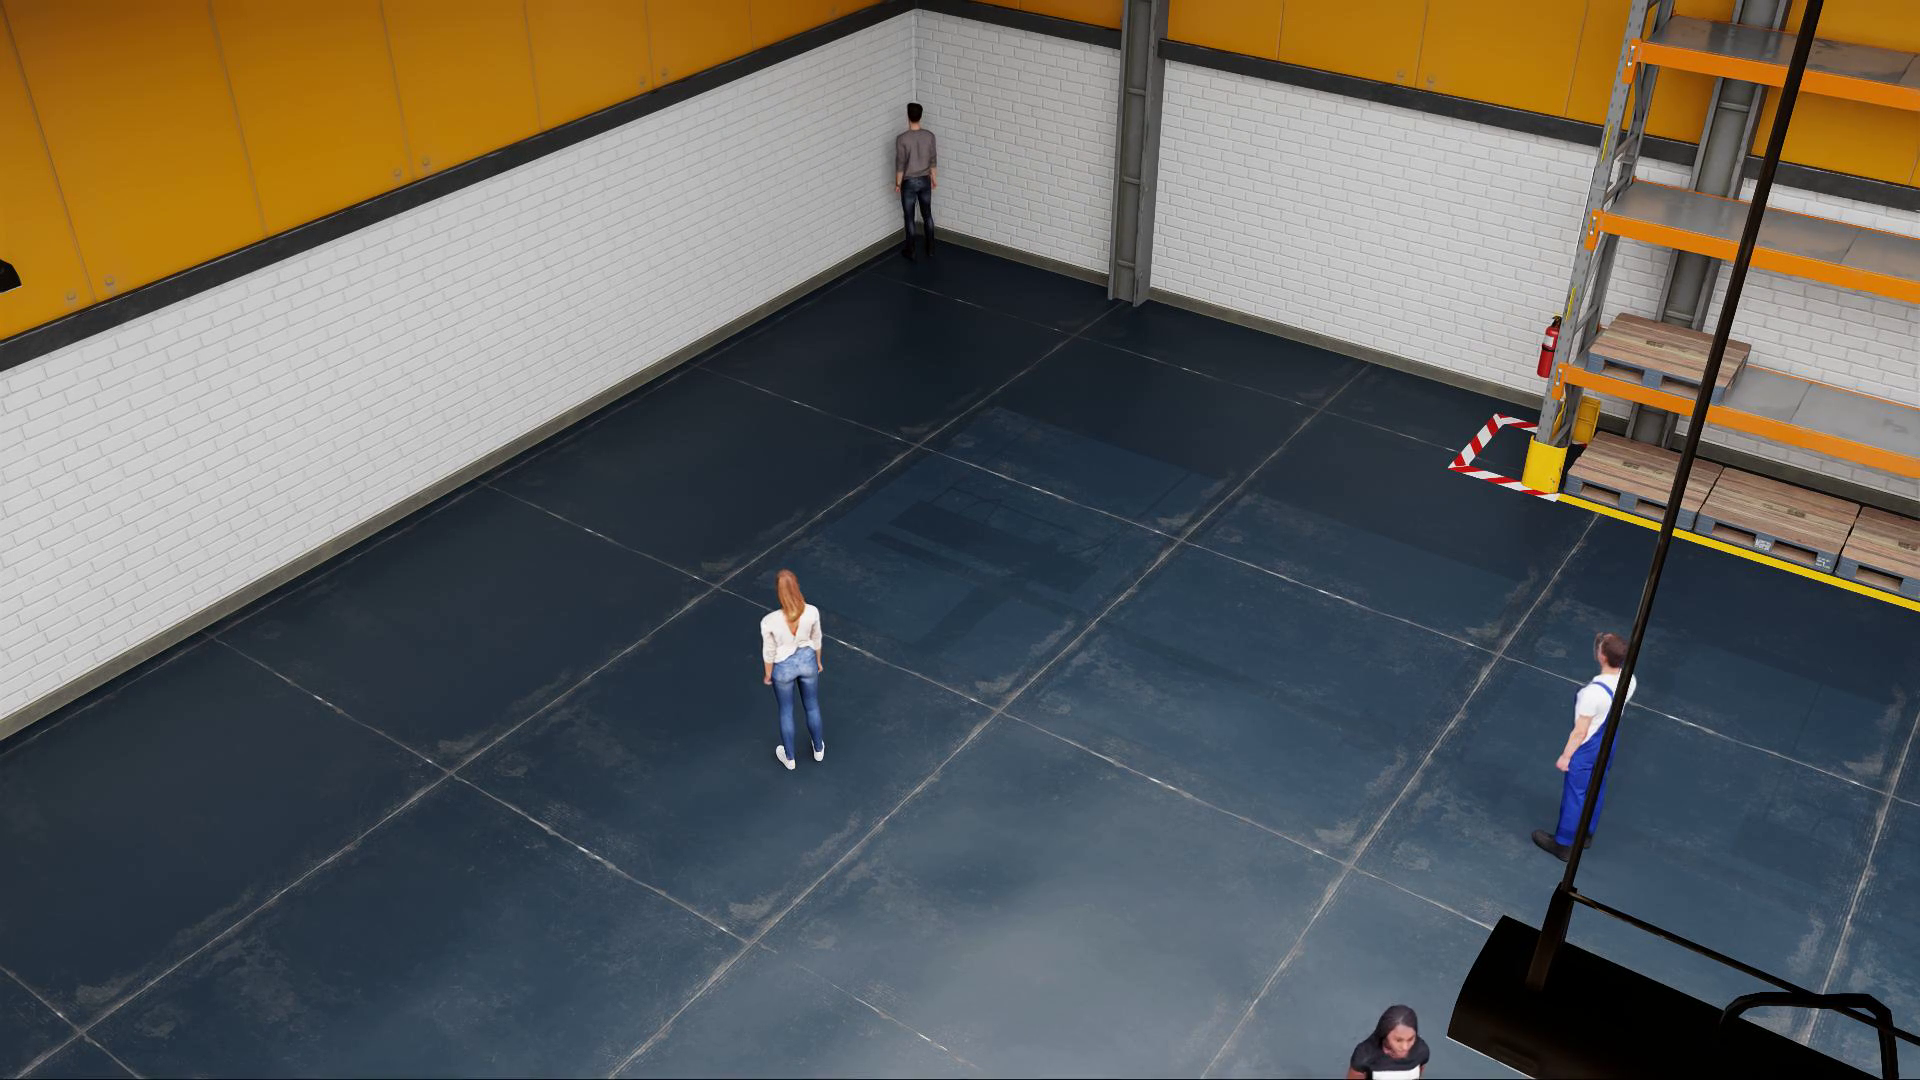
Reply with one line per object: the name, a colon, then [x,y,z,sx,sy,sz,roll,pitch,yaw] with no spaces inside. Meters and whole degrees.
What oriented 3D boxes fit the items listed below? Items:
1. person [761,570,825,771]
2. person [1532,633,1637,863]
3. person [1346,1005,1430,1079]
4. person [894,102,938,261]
person: [-1.220,0.950,12.283,0.690,1.733,0.706,-12,36,-18]
person: [4.358,1.421,11.468,0.715,1.850,0.716,-17,37,-24]
person: [2.247,3.093,9.112,1.172,1.675,1.175,-3,34,-5]
person: [-0.527,-4.317,20.054,0.772,1.903,0.771,-12,36,-18]
